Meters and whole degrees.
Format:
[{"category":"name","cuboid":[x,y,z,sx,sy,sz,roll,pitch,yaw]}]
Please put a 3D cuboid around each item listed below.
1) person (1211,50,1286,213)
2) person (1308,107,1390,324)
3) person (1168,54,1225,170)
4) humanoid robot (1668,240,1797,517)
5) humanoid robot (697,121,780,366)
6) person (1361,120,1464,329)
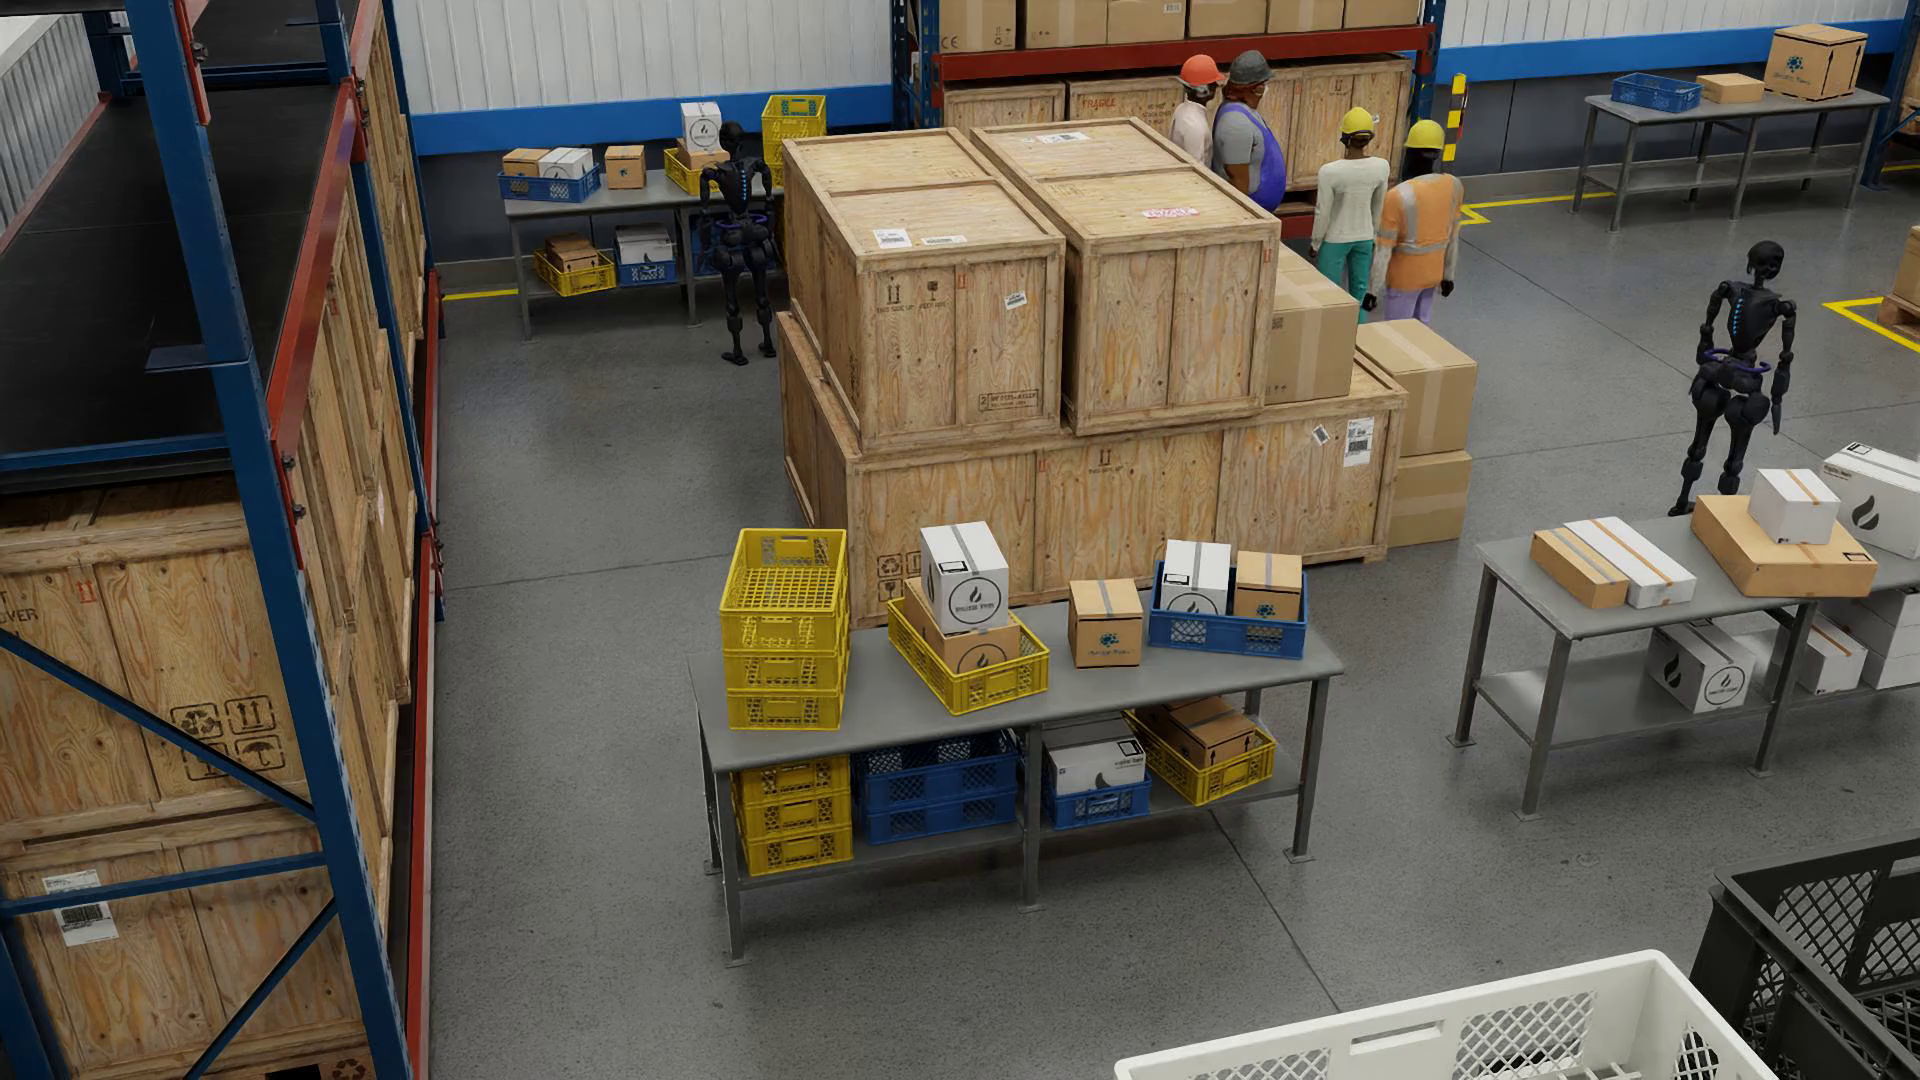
[{"category":"person","cuboid":[1.988,-2.373,11.589,0.539,2.000,0.687,2,29,3]},{"category":"person","cuboid":[2.608,-2.039,11.265,0.523,1.768,0.306,-9,30,-15]},{"category":"person","cuboid":[1.617,-2.382,11.650,0.373,1.996,0.619,-1,29,-2]},{"category":"humanoid robot","cuboid":[4.292,-0.853,9.190,0.327,1.658,0.584,-17,33,-28]},{"category":"humanoid robot","cuboid":[-1.504,-2.026,11.320,0.590,1.657,0.327,-17,33,-29]},{"category":"person","cuboid":[2.815,-1.666,10.443,0.644,1.912,0.407,-16,33,-26]}]
